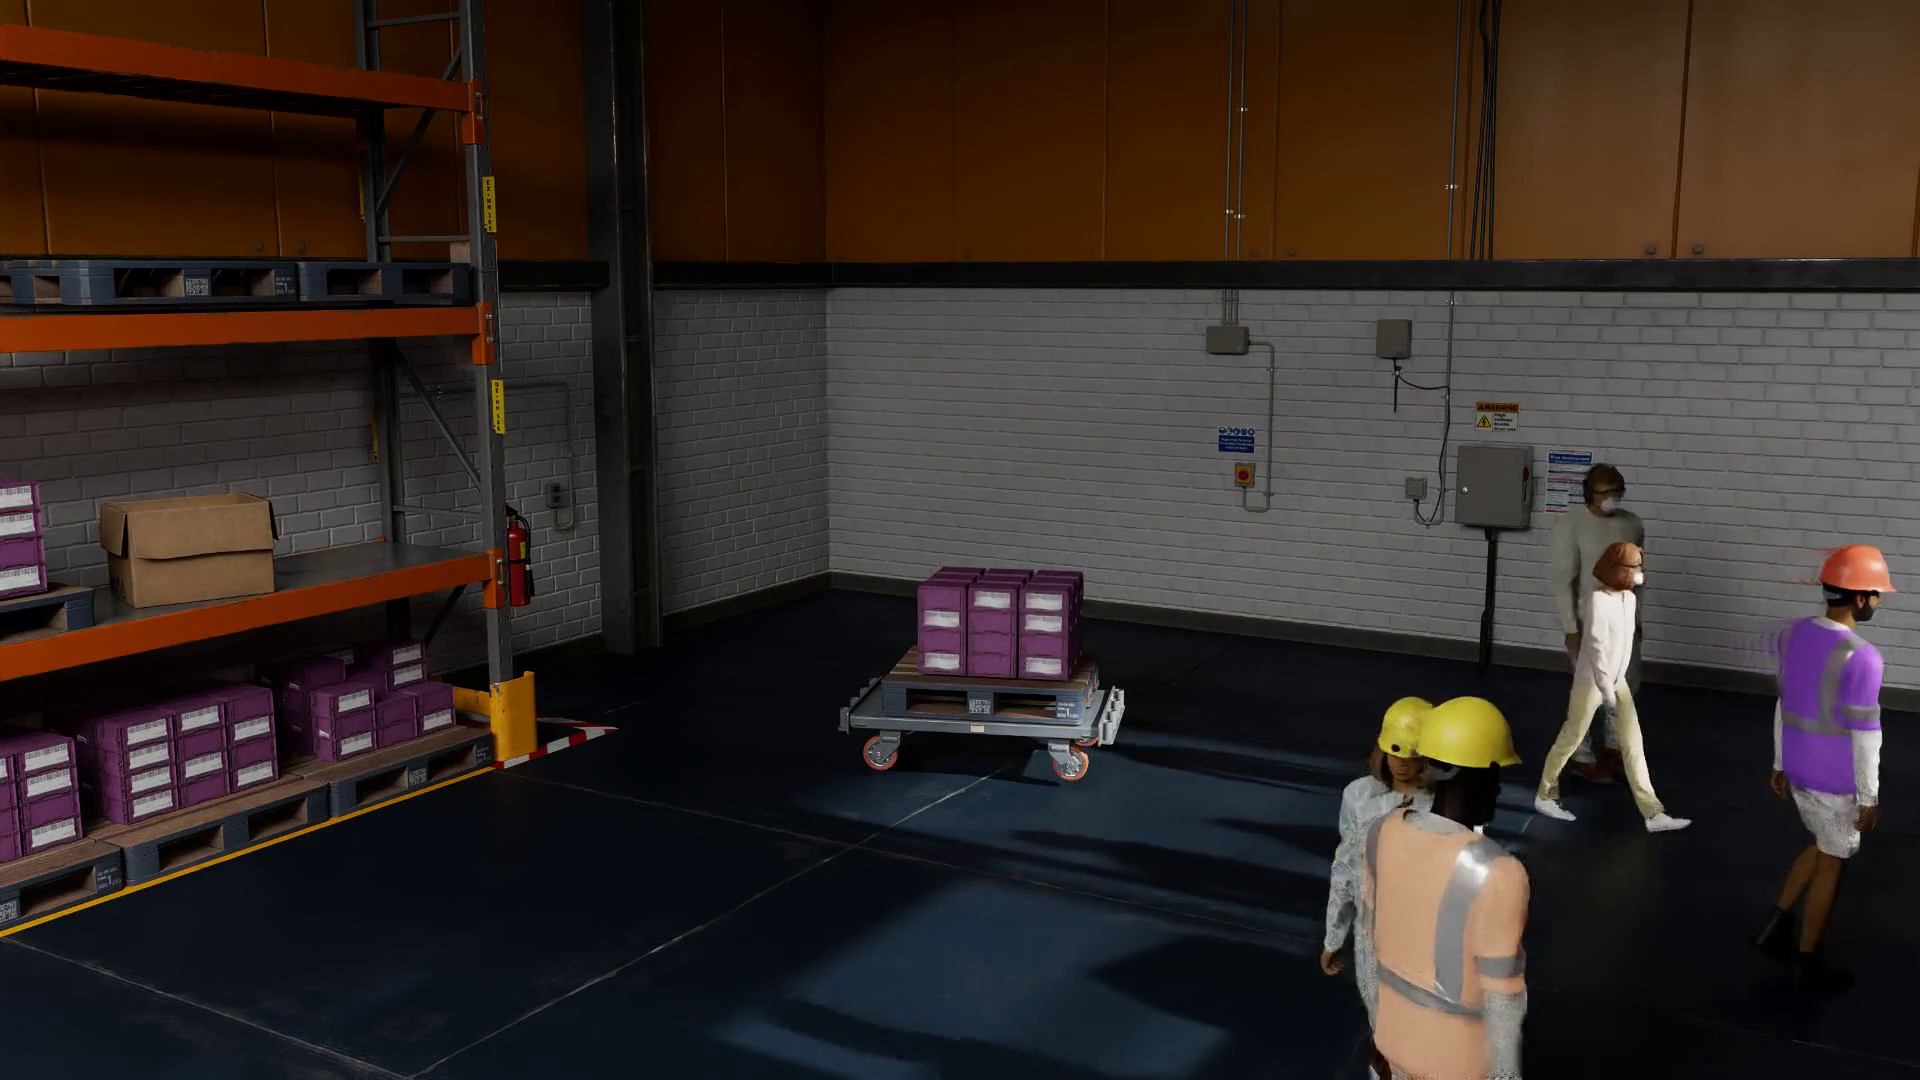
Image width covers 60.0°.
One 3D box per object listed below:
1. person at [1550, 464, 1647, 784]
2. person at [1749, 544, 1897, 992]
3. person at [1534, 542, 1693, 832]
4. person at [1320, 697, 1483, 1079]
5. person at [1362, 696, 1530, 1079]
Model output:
[{"bbox_3d":[3.813,0.498,9.945,0.653,1.912,0.422,-3,9,-15],"label":"person"},{"bbox_3d":[3.662,0.963,6.972,0.407,1.919,0.562,-1,9,-8],"label":"person"},{"bbox_3d":[3.531,0.801,9.023,0.509,1.588,0.843,-7,12,-39],"label":"person"},{"bbox_3d":[1.494,1.320,5.484,0.876,1.703,0.480,-8,12,-42],"label":"person"},{"bbox_3d":[1.282,1.364,4.491,0.492,1.909,0.600,-4,10,-22],"label":"person"}]
